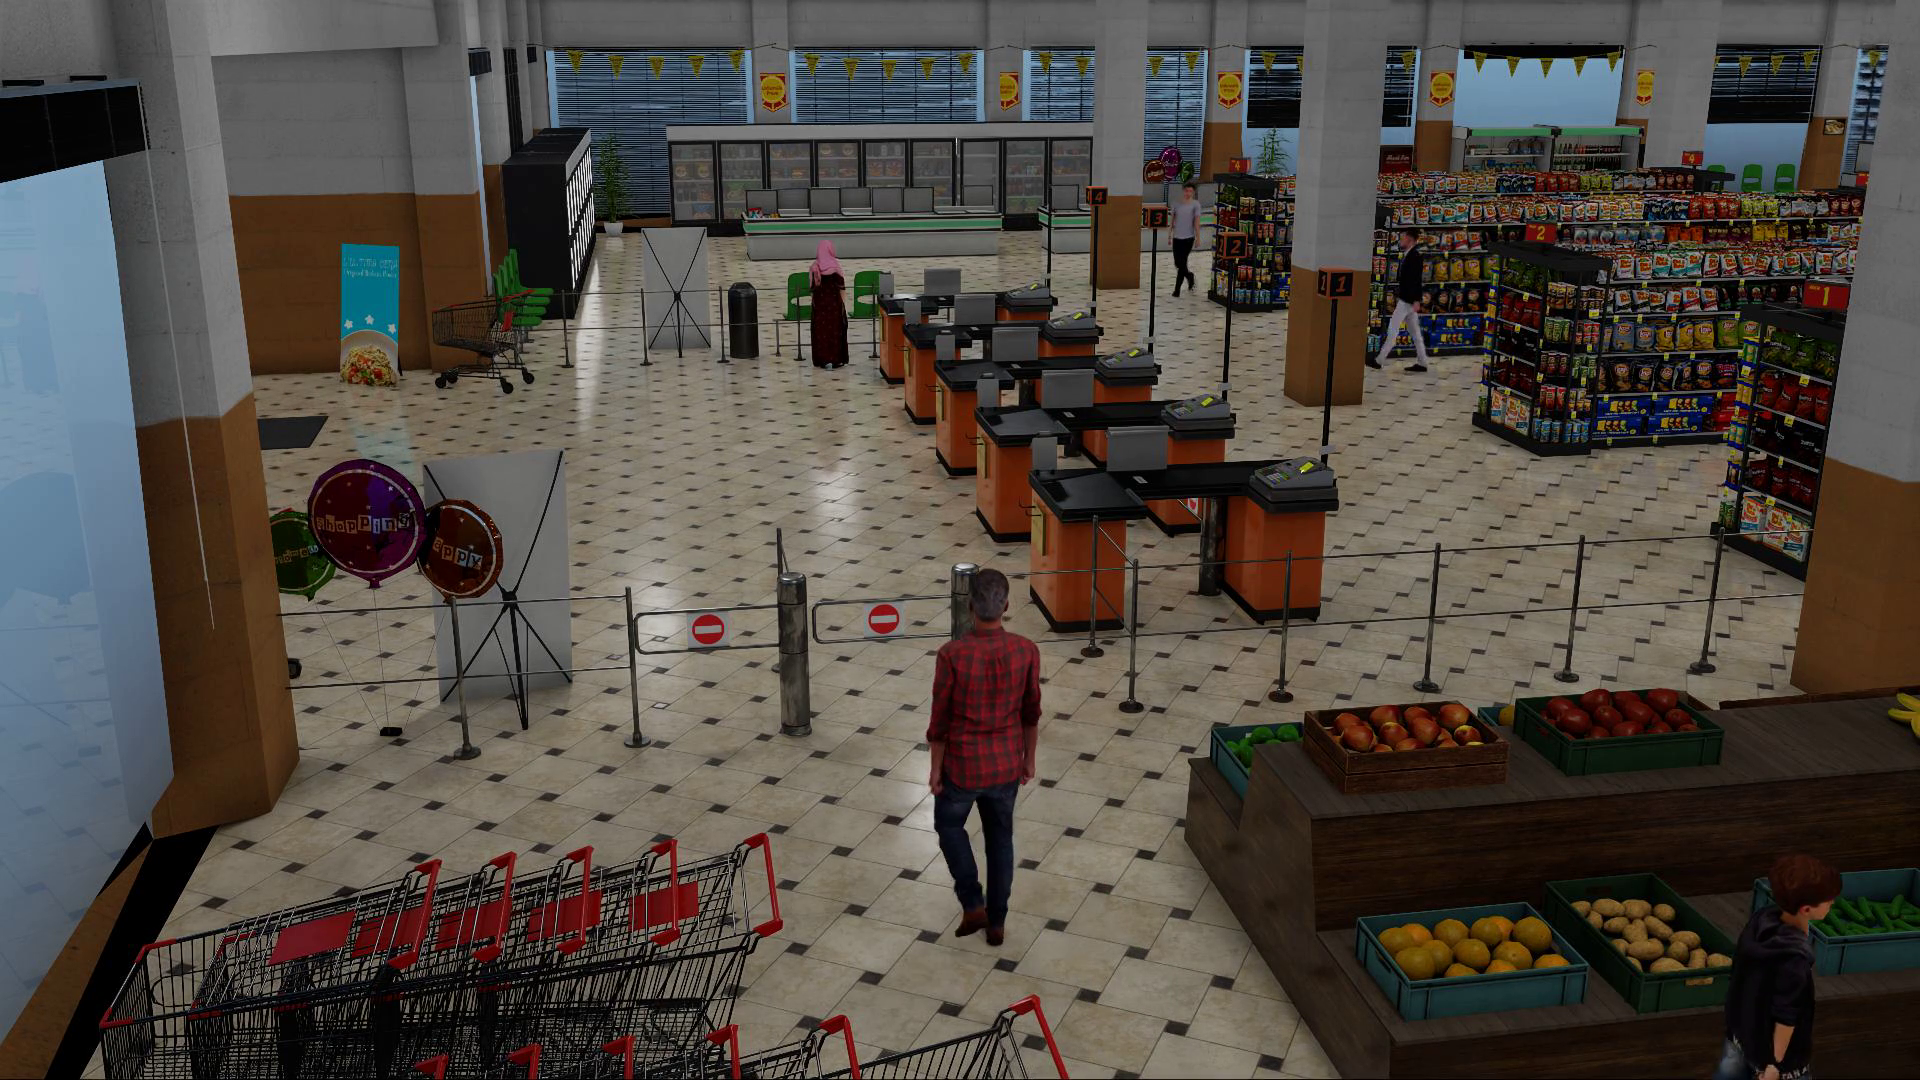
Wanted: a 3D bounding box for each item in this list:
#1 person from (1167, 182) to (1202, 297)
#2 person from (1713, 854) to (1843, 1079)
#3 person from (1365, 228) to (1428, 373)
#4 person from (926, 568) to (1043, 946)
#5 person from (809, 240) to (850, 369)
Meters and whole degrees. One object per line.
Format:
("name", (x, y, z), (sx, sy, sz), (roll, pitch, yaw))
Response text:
("person", (3.694, -4.916, 27.210), (1.136, 1.828, 1.133), (9, 19, 27))
("person", (2.793, 1.768, 5.902), (0.970, 1.420, 0.600), (-1, 17, -3))
("person", (5.737, -2.974, 20.853), (1.184, 1.807, 0.960), (4, 17, 12))
("person", (0.121, 1.048, 7.591), (0.677, 1.817, 0.775), (-4, 17, -13))
("person", (-1.695, -3.024, 21.313), (0.676, 1.634, 0.805), (4, 17, 13))
